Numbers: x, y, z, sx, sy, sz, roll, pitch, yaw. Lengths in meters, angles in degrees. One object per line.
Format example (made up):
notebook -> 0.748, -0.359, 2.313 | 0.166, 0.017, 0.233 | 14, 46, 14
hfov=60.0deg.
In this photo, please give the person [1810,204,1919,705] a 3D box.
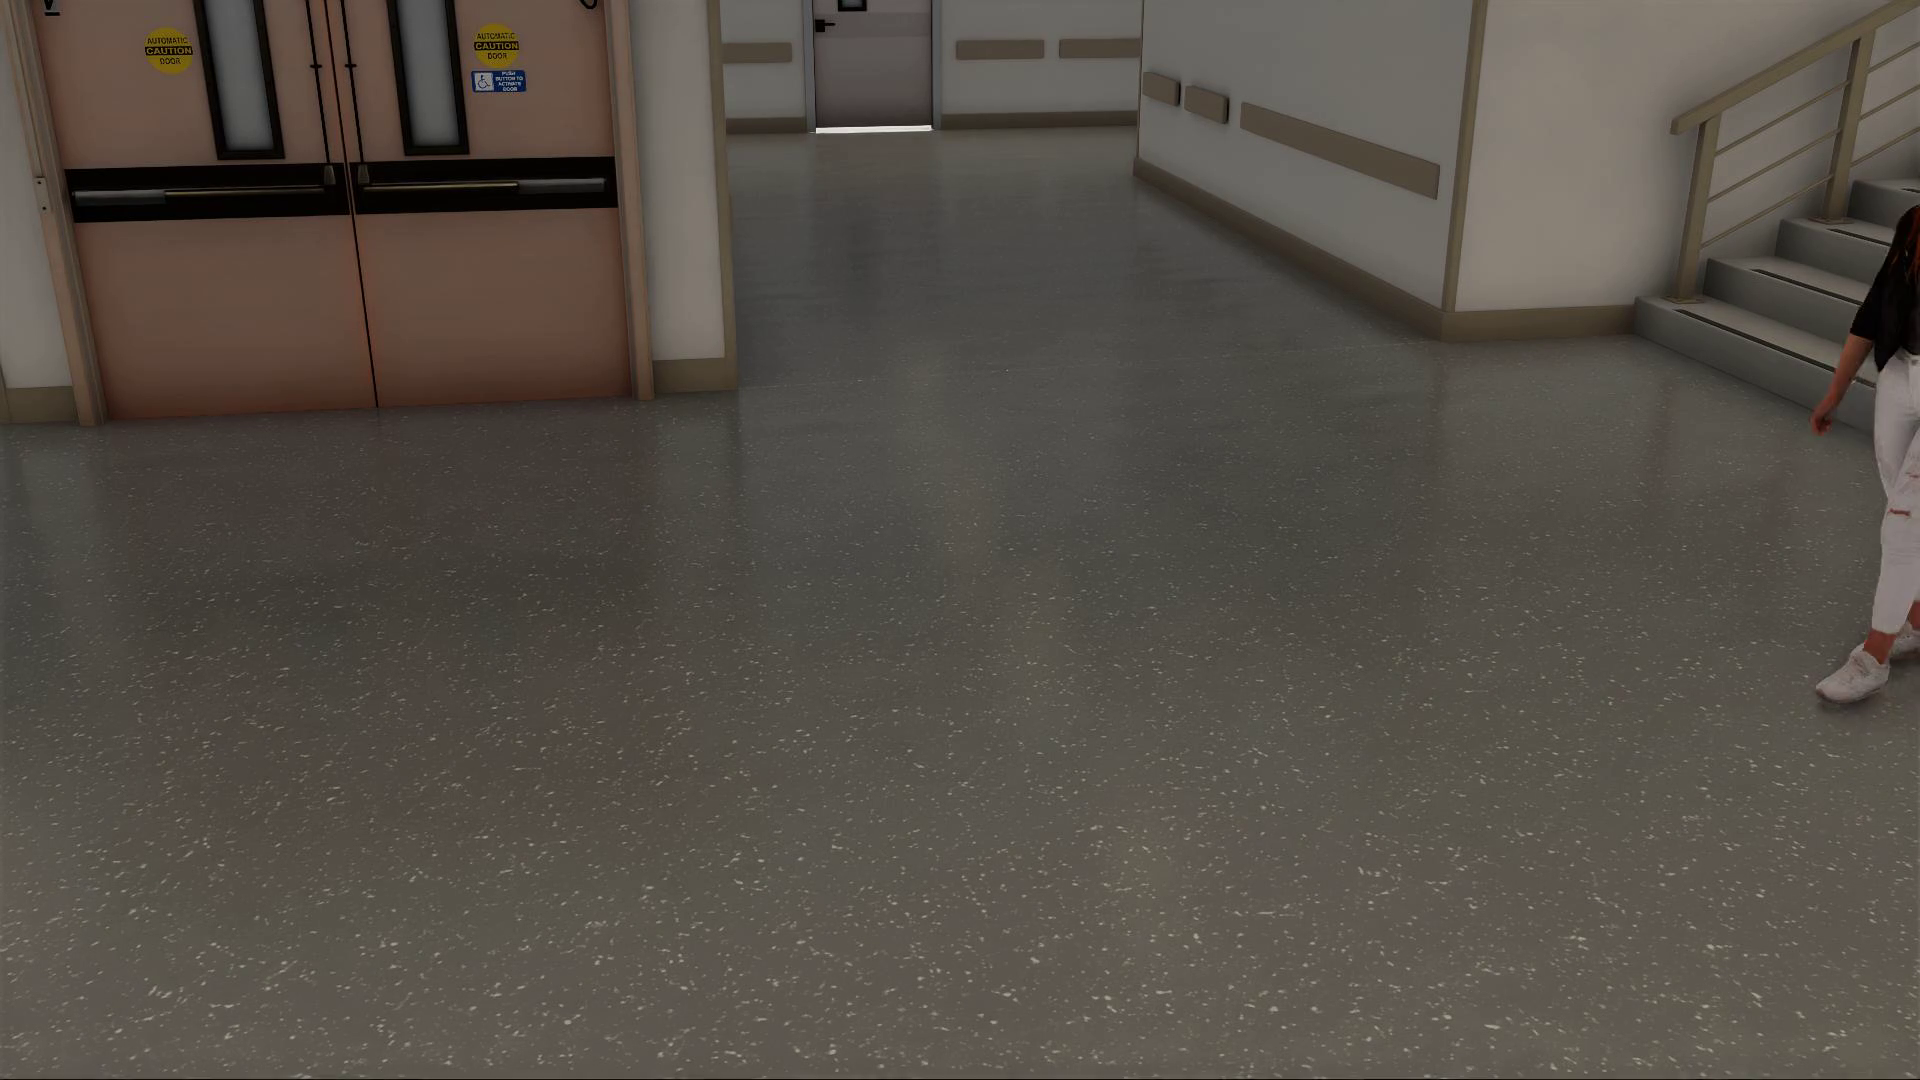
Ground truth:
person -> 2.852, -0.389, 4.784 | 0.914, 1.681, 0.725 | -8, 22, -19
